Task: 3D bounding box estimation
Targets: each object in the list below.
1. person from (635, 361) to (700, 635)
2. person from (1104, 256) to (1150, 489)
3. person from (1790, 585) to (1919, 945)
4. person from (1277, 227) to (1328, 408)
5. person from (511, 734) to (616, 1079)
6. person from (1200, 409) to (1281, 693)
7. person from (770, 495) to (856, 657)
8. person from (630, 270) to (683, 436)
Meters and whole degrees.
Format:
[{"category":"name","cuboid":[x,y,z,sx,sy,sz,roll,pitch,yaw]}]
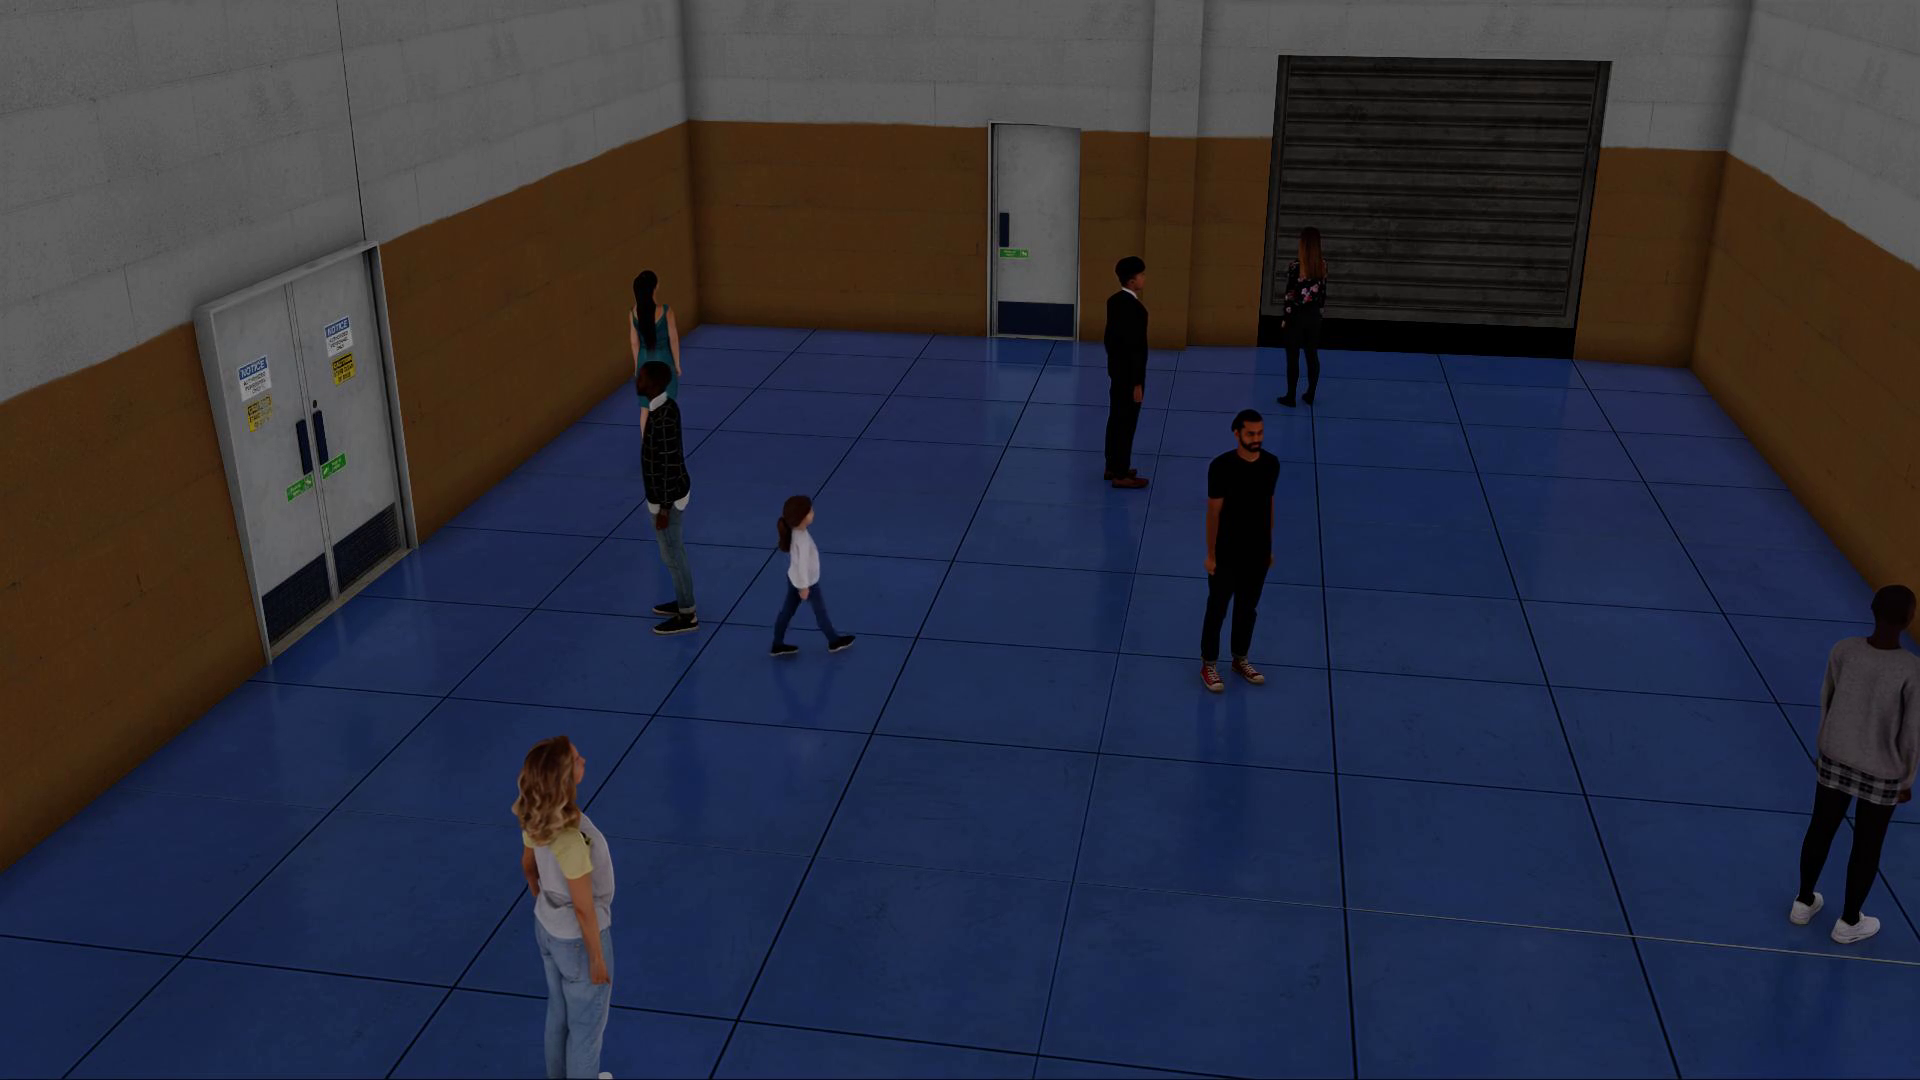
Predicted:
[{"category":"person","cuboid":[-1.894,-0.287,10.827,0.657,1.819,0.731,-3,22,-7]},{"category":"person","cuboid":[1.328,-1.356,13.401,0.721,1.883,0.774,-6,23,-14]},{"category":"person","cuboid":[4.137,1.020,7.637,0.753,1.772,0.683,-16,27,-35]},{"category":"person","cuboid":[3.194,-2.075,15.458,0.602,1.683,0.716,-8,23,-19]},{"category":"person","cuboid":[-1.503,1.527,6.421,0.771,1.723,0.692,-17,28,-37]},{"category":"person","cuboid":[1.691,0.049,10.073,0.658,1.758,0.768,-8,23,-20]},{"category":"person","cuboid":[-1.045,0.246,10.487,0.830,1.085,0.689,-8,23,-20]},{"category":"person","cuboid":[-2.525,-1.413,13.807,0.458,1.686,0.622,1,22,3]}]
